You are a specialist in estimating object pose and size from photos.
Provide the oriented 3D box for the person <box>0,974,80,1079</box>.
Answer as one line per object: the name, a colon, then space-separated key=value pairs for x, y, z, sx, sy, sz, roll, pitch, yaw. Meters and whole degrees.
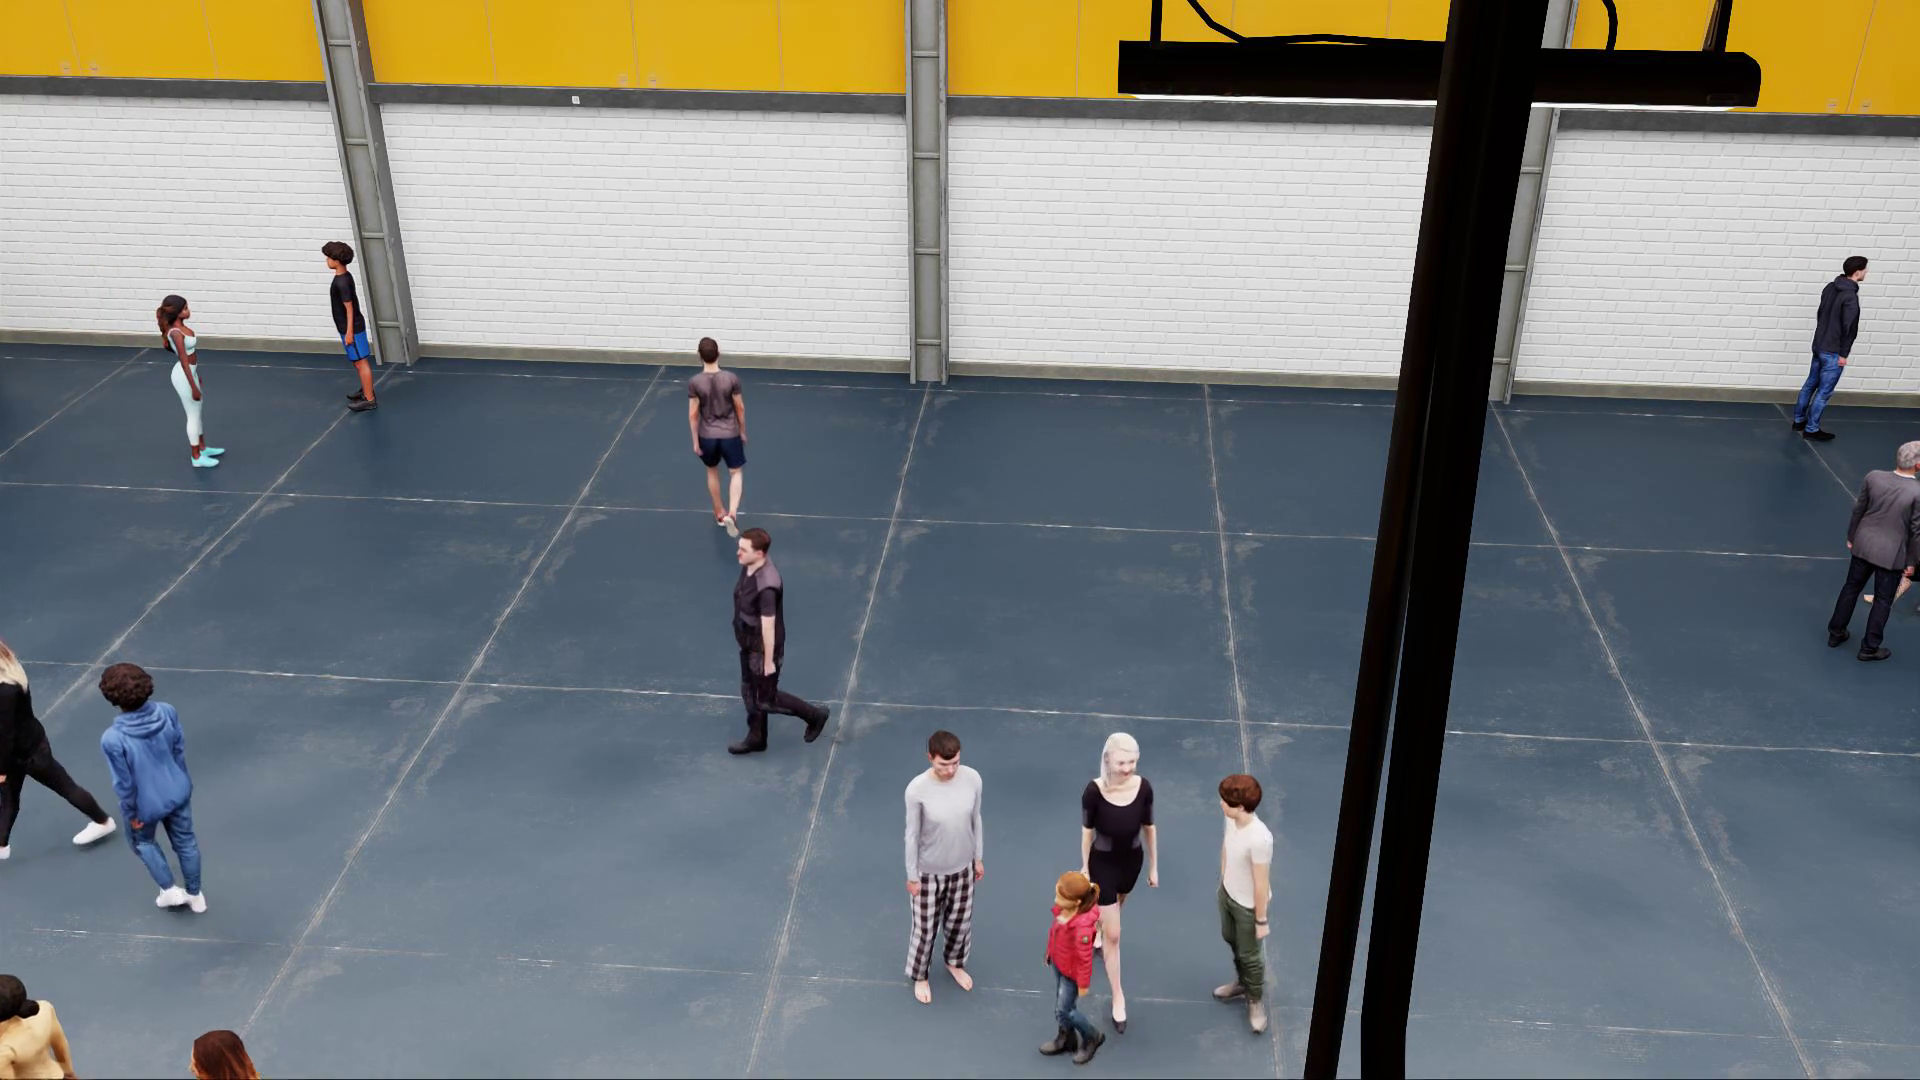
person: x=-4.435 y=2.768 z=8.175 sx=0.705 sy=1.653 sz=0.624 roll=5 pitch=29 yaw=9

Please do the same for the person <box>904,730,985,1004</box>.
person: x=-0.099 y=1.863 z=9.633 sx=0.642 sy=1.847 sz=0.771 roll=-11 pitch=30 yaw=-19

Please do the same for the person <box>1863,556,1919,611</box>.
person: x=8.067 y=-0.092 z=13.476 sx=0.967 sy=1.599 sz=0.757 roll=11 pitch=30 yaw=19

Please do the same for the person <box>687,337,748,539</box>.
person: x=-2.111 y=-0.876 z=14.665 sx=0.983 sy=1.836 sz=0.848 roll=-4 pitch=29 yaw=-8

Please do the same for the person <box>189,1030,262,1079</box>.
person: x=-3.188 y=2.935 z=7.738 sx=0.783 sy=1.780 sz=0.729 roll=-12 pitch=31 yaw=-21

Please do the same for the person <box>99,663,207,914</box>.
person: x=-4.894 y=1.575 z=10.212 sx=0.803 sy=1.797 sz=0.785 roll=20 pitch=35 yaw=33

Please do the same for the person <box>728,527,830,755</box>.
person: x=-1.319 y=0.722 z=11.743 sx=1.102 sy=1.829 sz=0.958 roll=-10 pitch=30 yaw=-18

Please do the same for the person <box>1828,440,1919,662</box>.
person: x=7.180 y=0.061 z=12.944 sx=0.829 sy=1.839 sz=0.806 roll=-17 pitch=33 yaw=-29

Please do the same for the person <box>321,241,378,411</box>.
person: x=-6.284 y=-2.219 z=17.168 sx=0.692 sy=1.797 sz=0.699 roll=-9 pitch=30 yaw=-16

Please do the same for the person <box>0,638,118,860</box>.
person: x=-5.935 y=1.352 z=10.789 sx=1.180 sy=1.637 sz=1.065 roll=-18 pitch=34 yaw=-30

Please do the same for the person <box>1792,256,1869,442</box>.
person: x=8.644 y=-1.920 z=16.519 sx=0.610 sy=1.894 sz=0.708 roll=-2 pitch=29 yaw=-3

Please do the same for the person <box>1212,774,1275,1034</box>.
person: x=1.645 y=2.047 z=9.515 sx=0.740 sy=1.636 sz=0.740 roll=-14 pitch=32 yaw=-24

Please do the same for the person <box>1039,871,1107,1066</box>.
person: x=0.669 y=2.364 z=9.276 sx=0.675 sy=1.309 sz=0.619 roll=-8 pitch=30 yaw=-15

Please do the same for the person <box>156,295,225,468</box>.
person: x=-7.432 y=-1.537 z=15.994 sx=0.656 sy=1.725 sz=0.643 roll=-10 pitch=30 yaw=-17

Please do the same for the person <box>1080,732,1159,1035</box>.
person: x=0.879 y=1.864 z=9.687 sx=1.085 sy=1.793 sz=0.931 roll=-10 pitch=30 yaw=-17
